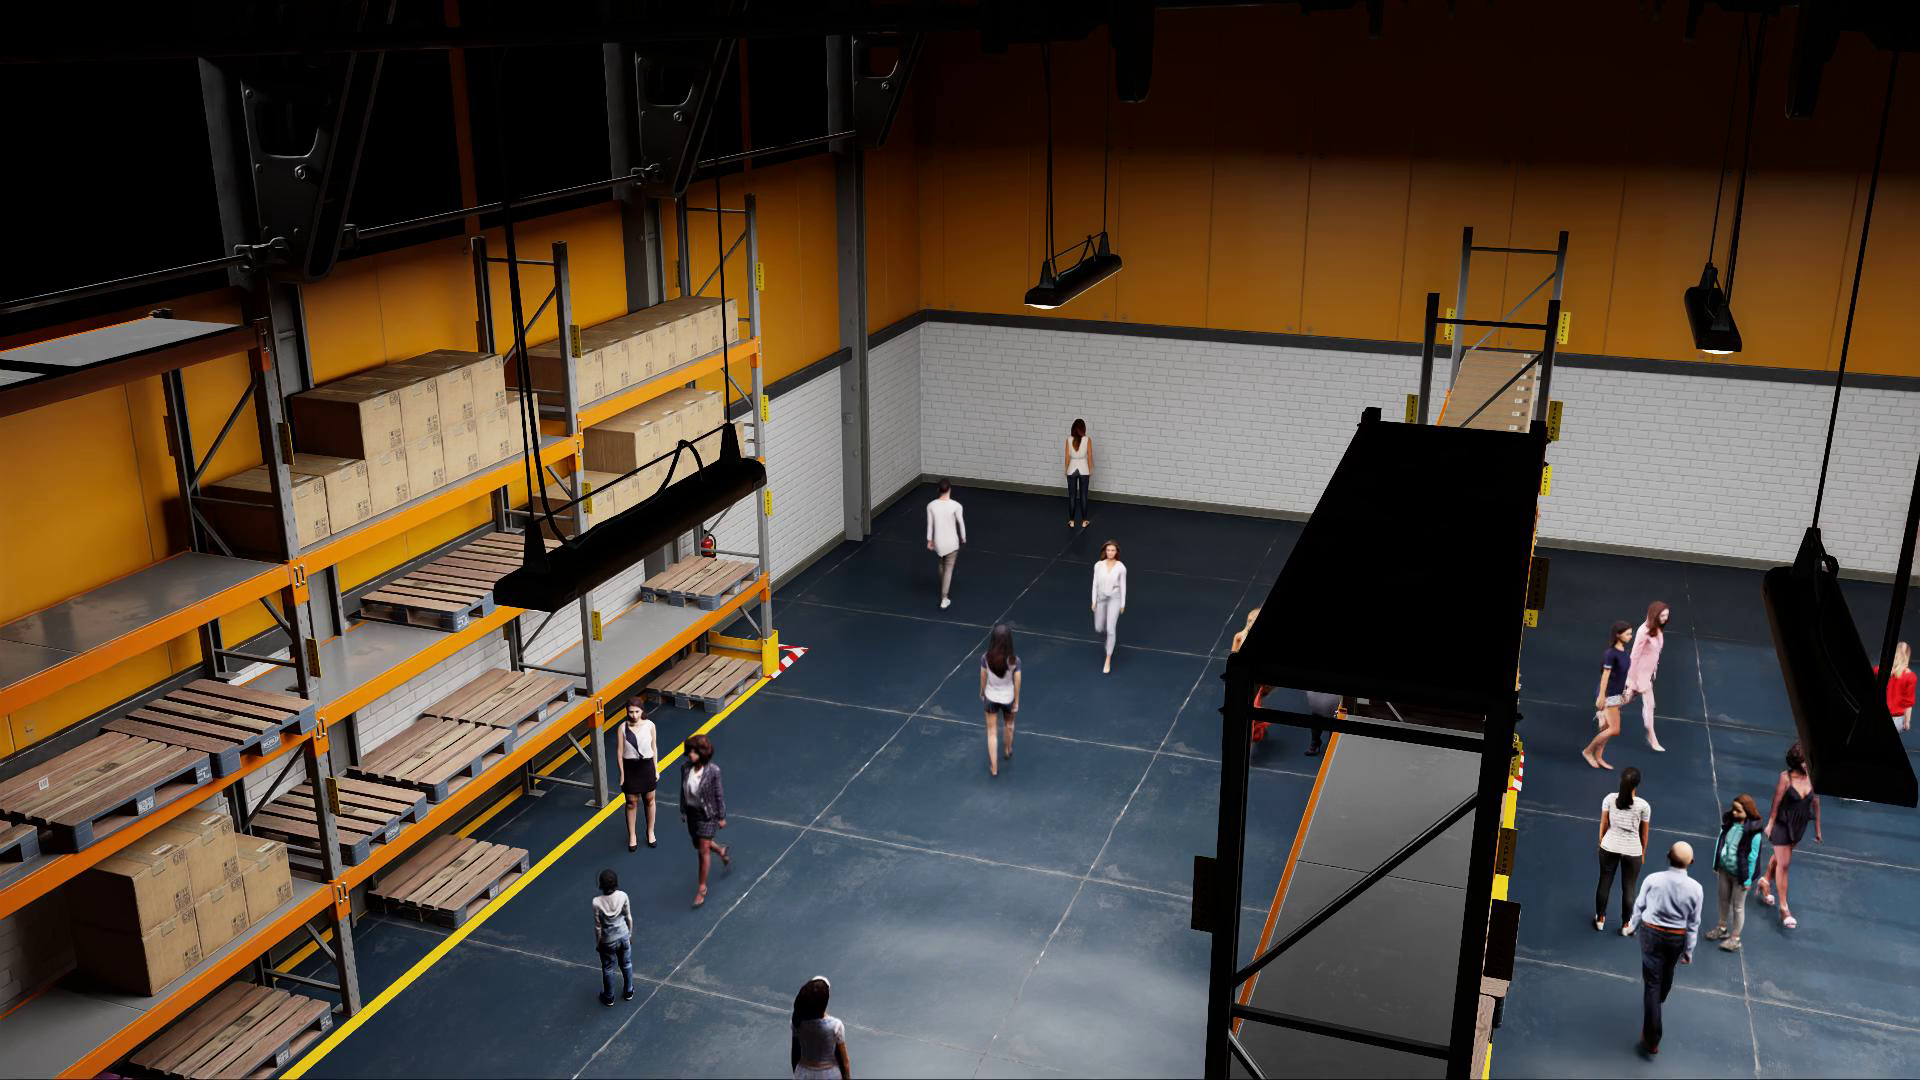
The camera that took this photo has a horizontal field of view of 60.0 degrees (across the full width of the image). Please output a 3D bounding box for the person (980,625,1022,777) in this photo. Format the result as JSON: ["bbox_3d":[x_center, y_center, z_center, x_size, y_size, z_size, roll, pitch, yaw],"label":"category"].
[{"bbox_3d":[0.429,1.785,18.276,0.775,1.681,0.981,0,19,0],"label":"person"}]

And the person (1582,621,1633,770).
[{"bbox_3d":[7.114,1.697,18.421,0.717,1.755,0.625,13,22,33],"label":"person"}]

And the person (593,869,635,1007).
[{"bbox_3d":[-2.964,3.377,14.205,0.569,1.261,0.631,-9,21,-25],"label":"person"}]

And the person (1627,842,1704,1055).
[{"bbox_3d":[5.733,3.337,13.568,0.707,1.744,1.210,6,19,16],"label":"person"}]

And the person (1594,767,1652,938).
[{"bbox_3d":[6.052,2.834,15.219,0.606,1.644,0.578,10,21,28],"label":"person"}]

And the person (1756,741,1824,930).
[{"bbox_3d":[7.706,2.656,15.563,0.850,1.760,1.035,-3,19,-9],"label":"person"}]

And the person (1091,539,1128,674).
[{"bbox_3d":[1.887,0.802,21.077,0.615,1.755,0.844,5,19,15],"label":"person"}]

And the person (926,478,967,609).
[{"bbox_3d":[-0.206,0.071,23.197,0.719,1.788,1.133,5,19,15],"label":"person"}]

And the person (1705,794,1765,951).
[{"bbox_3d":[7.019,2.976,15.026,0.737,1.498,0.678,-9,21,-25],"label":"person"}]

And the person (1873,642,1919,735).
[{"bbox_3d":[9.928,1.922,17.853,0.801,1.691,0.754,-17,25,-41],"label":"person"}]

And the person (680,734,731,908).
[{"bbox_3d":[-2.408,2.606,15.841,0.698,1.678,1.019,9,21,25],"label":"person"}]

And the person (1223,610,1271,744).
[{"bbox_3d":[3.310,1.599,18.713,0.873,1.754,1.305,13,23,35],"label":"person"}]

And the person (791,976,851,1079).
[{"bbox_3d":[-0.988,3.905,11.770,0.716,1.815,0.738,5,19,13],"label":"person"}]

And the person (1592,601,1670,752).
[{"bbox_3d":[7.683,1.510,18.984,1.155,1.750,1.045,-15,24,-38],"label":"person"}]

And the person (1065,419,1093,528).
[{"bbox_3d":[1.894,-1.074,26.603,0.645,1.784,0.602,2,19,6],"label":"person"}]

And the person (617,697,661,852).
[{"bbox_3d":[-3.221,2.335,16.694,0.639,1.648,0.683,-7,20,-19],"label":"person"}]
